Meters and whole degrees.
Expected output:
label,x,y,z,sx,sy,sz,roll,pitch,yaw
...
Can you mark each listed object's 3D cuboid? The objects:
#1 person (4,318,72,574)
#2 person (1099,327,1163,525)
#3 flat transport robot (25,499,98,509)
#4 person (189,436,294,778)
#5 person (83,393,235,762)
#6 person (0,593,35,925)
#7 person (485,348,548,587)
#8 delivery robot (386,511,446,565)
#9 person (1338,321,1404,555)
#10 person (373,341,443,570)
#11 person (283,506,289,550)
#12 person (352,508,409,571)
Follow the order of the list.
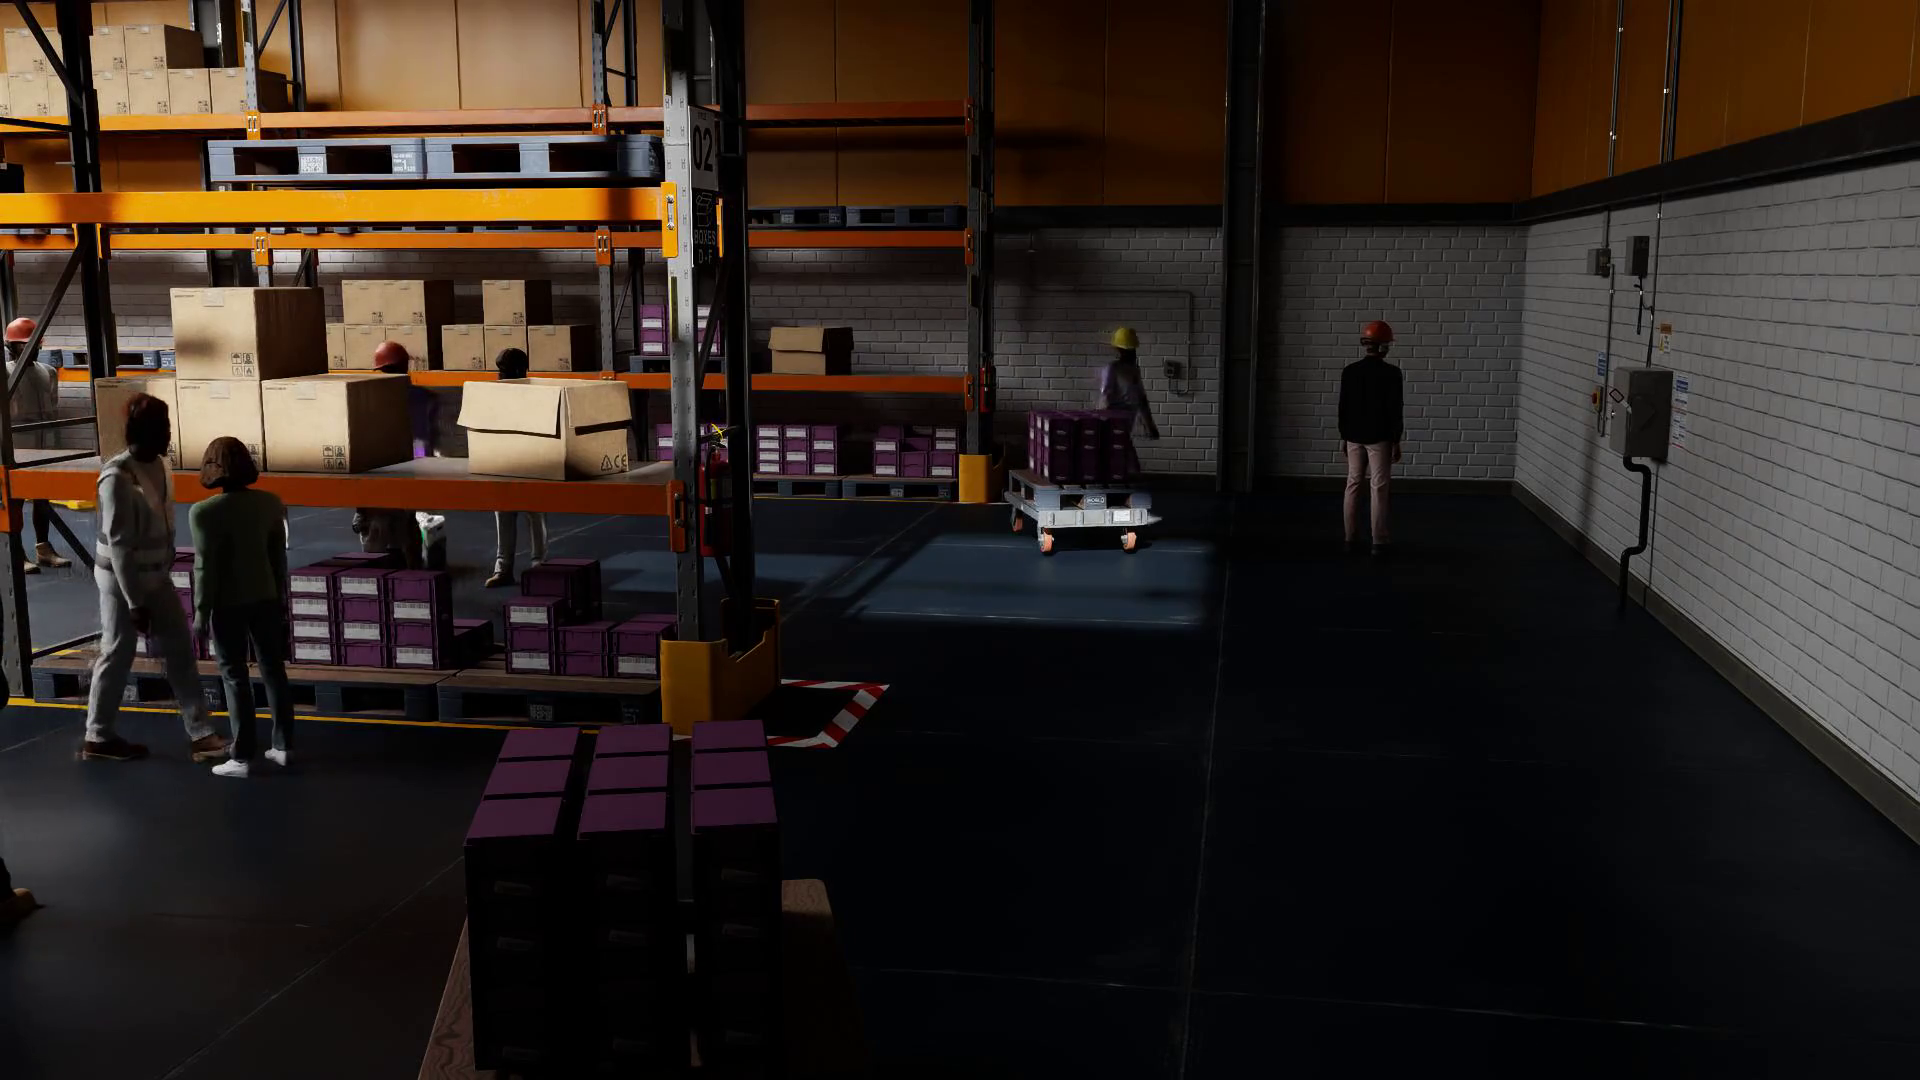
label,x,y,z,sx,sy,sz,roll,pitch,yaw
person,-7.459,-0.757,13.374,0.392,2.045,0.608,4,10,22
person,1.658,-1.081,15.850,0.871,1.881,0.689,5,10,26
flat transport robot,-9.192,-0.508,17.310,1.431,0.197,0.652,7,12,37
person,-3.441,0.318,7.971,0.267,1.631,0.507,5,11,30
person,-3.916,0.207,8.024,0.903,1.832,0.596,1,9,4
person,-3.787,0.425,6.048,0.684,2.000,0.538,-1,9,-4
person,-3.378,-0.540,12.673,0.619,1.838,0.430,2,9,14
delivery robot,-4.354,-0.049,13.293,0.477,0.478,0.707,-1,9,-4
person,3.525,-0.873,14.241,0.394,1.994,0.612,-8,12,-41
person,-4.144,-0.506,12.251,0.697,1.902,0.540,7,12,38
person,-5.980,-0.689,14.212,0.314,1.636,0.517,3,10,20
person,-3.842,-0.201,10.995,0.319,1.695,0.539,2,9,12
